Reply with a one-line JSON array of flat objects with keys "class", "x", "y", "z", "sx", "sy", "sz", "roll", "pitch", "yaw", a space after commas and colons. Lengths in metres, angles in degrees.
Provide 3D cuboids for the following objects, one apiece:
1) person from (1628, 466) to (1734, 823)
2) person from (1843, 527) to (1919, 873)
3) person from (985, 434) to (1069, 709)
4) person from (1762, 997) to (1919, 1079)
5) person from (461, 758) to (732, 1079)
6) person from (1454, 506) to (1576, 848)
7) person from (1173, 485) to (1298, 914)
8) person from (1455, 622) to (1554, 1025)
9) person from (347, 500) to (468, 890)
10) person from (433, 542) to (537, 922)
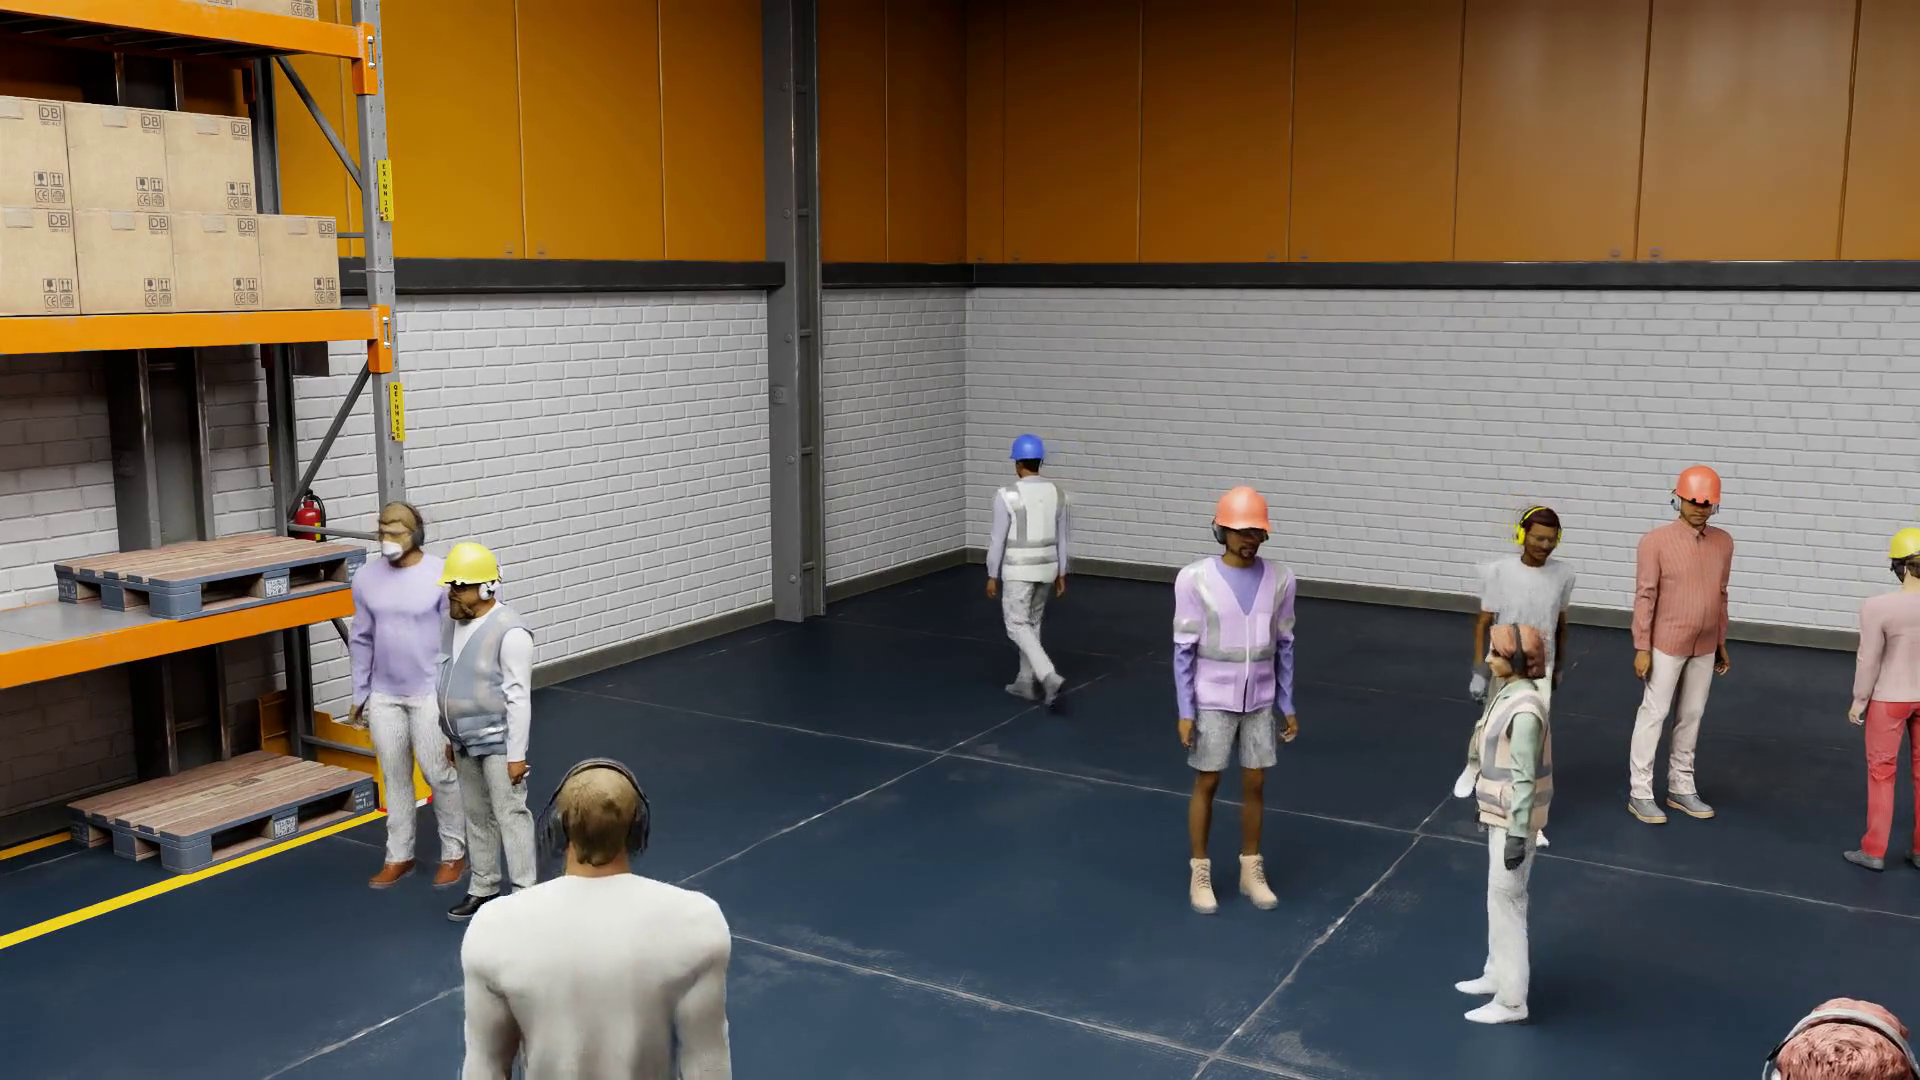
[{"class": "person", "x": 4.000, "y": 0.574, "z": 9.193, "sx": 0.623, "sy": 1.989, "sz": 0.391, "roll": -3, "pitch": 10, "yaw": -17}, {"class": "person", "x": 4.773, "y": 0.811, "z": 8.417, "sx": 0.525, "sy": 1.767, "sz": 0.315, "roll": 0, "pitch": 9, "yaw": 1}, {"class": "person", "x": 0.525, "y": 0.228, "z": 11.593, "sx": 0.610, "sy": 1.924, "sz": 0.813, "roll": -6, "pitch": 11, "yaw": -34}, {"class": "person", "x": 1.375, "y": 1.665, "z": 2.694, "sx": 0.634, "sy": 1.900, "sz": 0.401, "roll": 8, "pitch": 12, "yaw": 41}, {"class": "person", "x": -0.860, "y": 1.456, "z": 3.984, "sx": 0.639, "sy": 1.901, "sz": 0.976, "roll": -2, "pitch": 9, "yaw": -10}, {"class": "person", "x": 3.070, "y": 0.680, "z": 9.178, "sx": 0.542, "sy": 1.806, "sz": 1.048, "roll": 1, "pitch": 9, "yaw": 7}, {"class": "person", "x": 1.312, "y": 0.755, "z": 7.903, "sx": 0.610, "sy": 2.043, "sz": 0.381, "roll": -2, "pitch": 9, "yaw": -12}, {"class": "person", "x": 2.241, "y": 1.138, "z": 6.776, "sx": 0.316, "sy": 1.637, "sz": 0.527, "roll": 2, "pitch": 9, "yaw": 13}, {"class": "person", "x": -2.705, "y": 0.761, "z": 8.195, "sx": 0.640, "sy": 1.938, "sz": 0.371, "roll": 2, "pitch": 9, "yaw": 14}, {"class": "person", "x": -2.190, "y": 0.906, "z": 7.661, "sx": 0.591, "sy": 1.823, "sz": 0.405, "roll": 7, "pitch": 12, "yaw": 38}]
